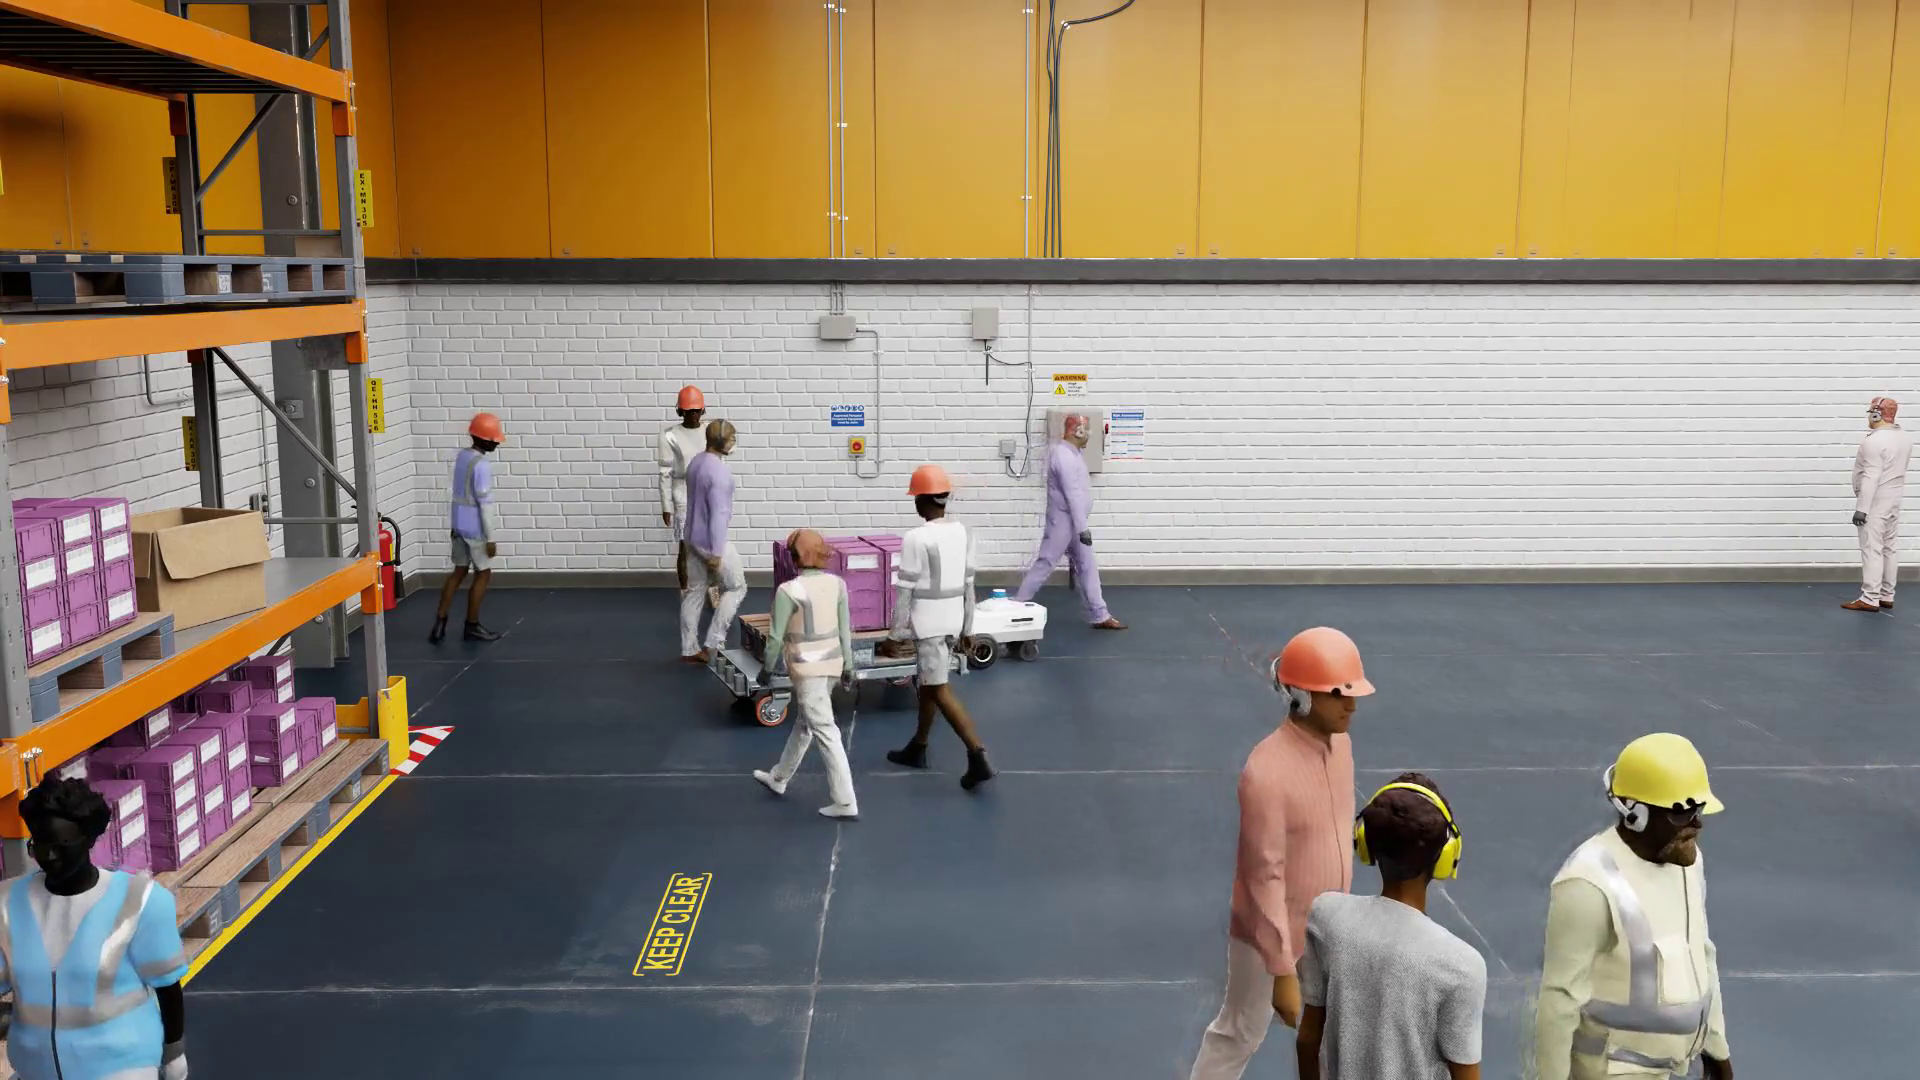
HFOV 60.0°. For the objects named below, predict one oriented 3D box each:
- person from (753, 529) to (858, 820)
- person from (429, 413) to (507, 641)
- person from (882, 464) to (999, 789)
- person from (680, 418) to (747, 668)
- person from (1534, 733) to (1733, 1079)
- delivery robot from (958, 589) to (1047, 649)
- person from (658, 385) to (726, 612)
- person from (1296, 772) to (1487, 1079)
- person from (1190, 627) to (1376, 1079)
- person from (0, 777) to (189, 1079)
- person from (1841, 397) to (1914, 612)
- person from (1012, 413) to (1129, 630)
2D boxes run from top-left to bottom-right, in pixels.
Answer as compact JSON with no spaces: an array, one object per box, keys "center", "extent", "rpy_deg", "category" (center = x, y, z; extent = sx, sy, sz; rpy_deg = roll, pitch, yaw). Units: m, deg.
[{"center":[-0.881,0.733,9.272],"extent":[0.852,1.589,0.506],"rpy_deg":[6,11,35],"category":"person"},{"center":[-4.006,-0.087,13.448],"extent":[0.655,1.886,0.625],"rpy_deg":[-7,12,-37],"category":"person"},{"center":[-0.102,0.506,9.802],"extent":[0.918,1.902,0.557],"rpy_deg":[7,12,37],"category":"person"},{"center":[-1.889,0.033,12.597],"extent":[0.546,1.910,0.669],"rpy_deg":[-6,11,-34],"category":"person"},{"center":[1.922,1.413,4.493],"extent":[0.625,1.792,0.873],"rpy_deg":[-8,12,-41],"category":"person"},{"center":[0.305,0.624,12.857],"extent":[0.707,0.478,0.477],"rpy_deg":[-4,10,-21],"category":"delivery robot"},{"center":[-2.327,-0.345,14.600],"extent":[0.612,2.028,0.409],"rpy_deg":[-5,10,-27],"category":"person"},{"center":[1.040,1.463,3.962],"extent":[0.318,1.876,0.531],"rpy_deg":[-8,12,-40],"category":"person"},{"center":[1.103,1.230,5.192],"extent":[1.029,1.934,0.646],"rpy_deg":[8,13,42],"category":"person"},{"center":[-2.435,1.476,4.532],"extent":[0.542,1.662,0.831],"rpy_deg":[0,9,-1],"category":"person"},{"center":[8.134,-0.317,14.781],"extent":[0.645,1.907,0.400],"rpy_deg":[-6,11,-34],"category":"person"},{"center":[0.868,-0.147,13.974],"extent":[1.030,1.851,0.629],"rpy_deg":[3,10,16],"category":"person"}]
